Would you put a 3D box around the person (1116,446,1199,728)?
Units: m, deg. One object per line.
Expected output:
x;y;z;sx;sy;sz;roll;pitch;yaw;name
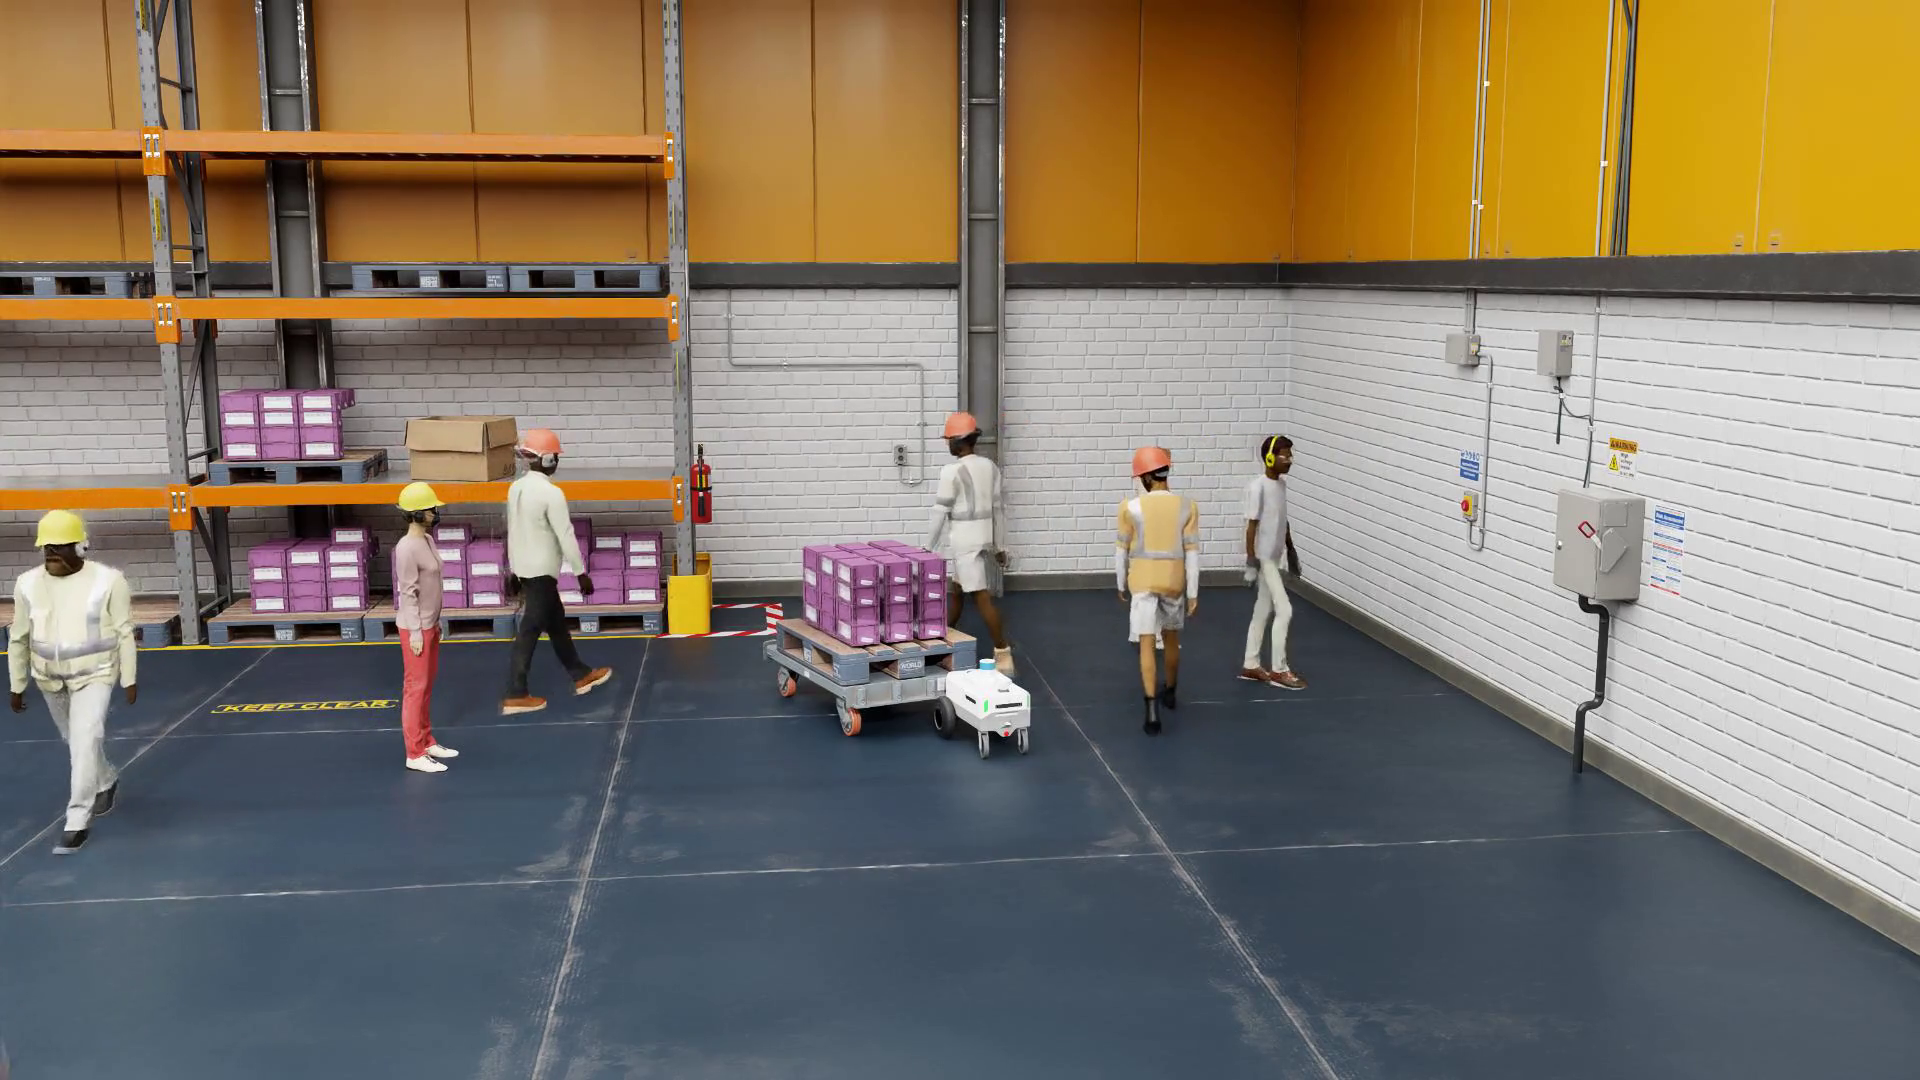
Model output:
1.343;0.307;11.254;0.542;1.881;0.961;-1;9;-3;person

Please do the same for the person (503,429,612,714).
-2.817;0.201;11.626;0.977;1.944;0.638;-8;12;-39;person

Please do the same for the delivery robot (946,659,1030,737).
0.176;1.007;10.664;0.477;0.478;0.707;-3;10;-21;delivery robot

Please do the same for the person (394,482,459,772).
-3.284;0.526;10.186;0.299;1.772;0.530;-1;9;-4;person

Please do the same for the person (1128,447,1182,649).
1.564;0.082;13.453;0.432;1.649;0.525;-3;10;-17;person

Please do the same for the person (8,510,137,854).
-4.778;0.709;8.989;0.606;1.792;0.915;0;9;-3;person

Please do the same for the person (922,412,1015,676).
0.022;0.020;12.688;1.035;1.985;0.597;6;11;32;person

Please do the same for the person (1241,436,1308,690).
2.378;0.165;12.191;0.690;1.849;0.554;5;10;29;person
